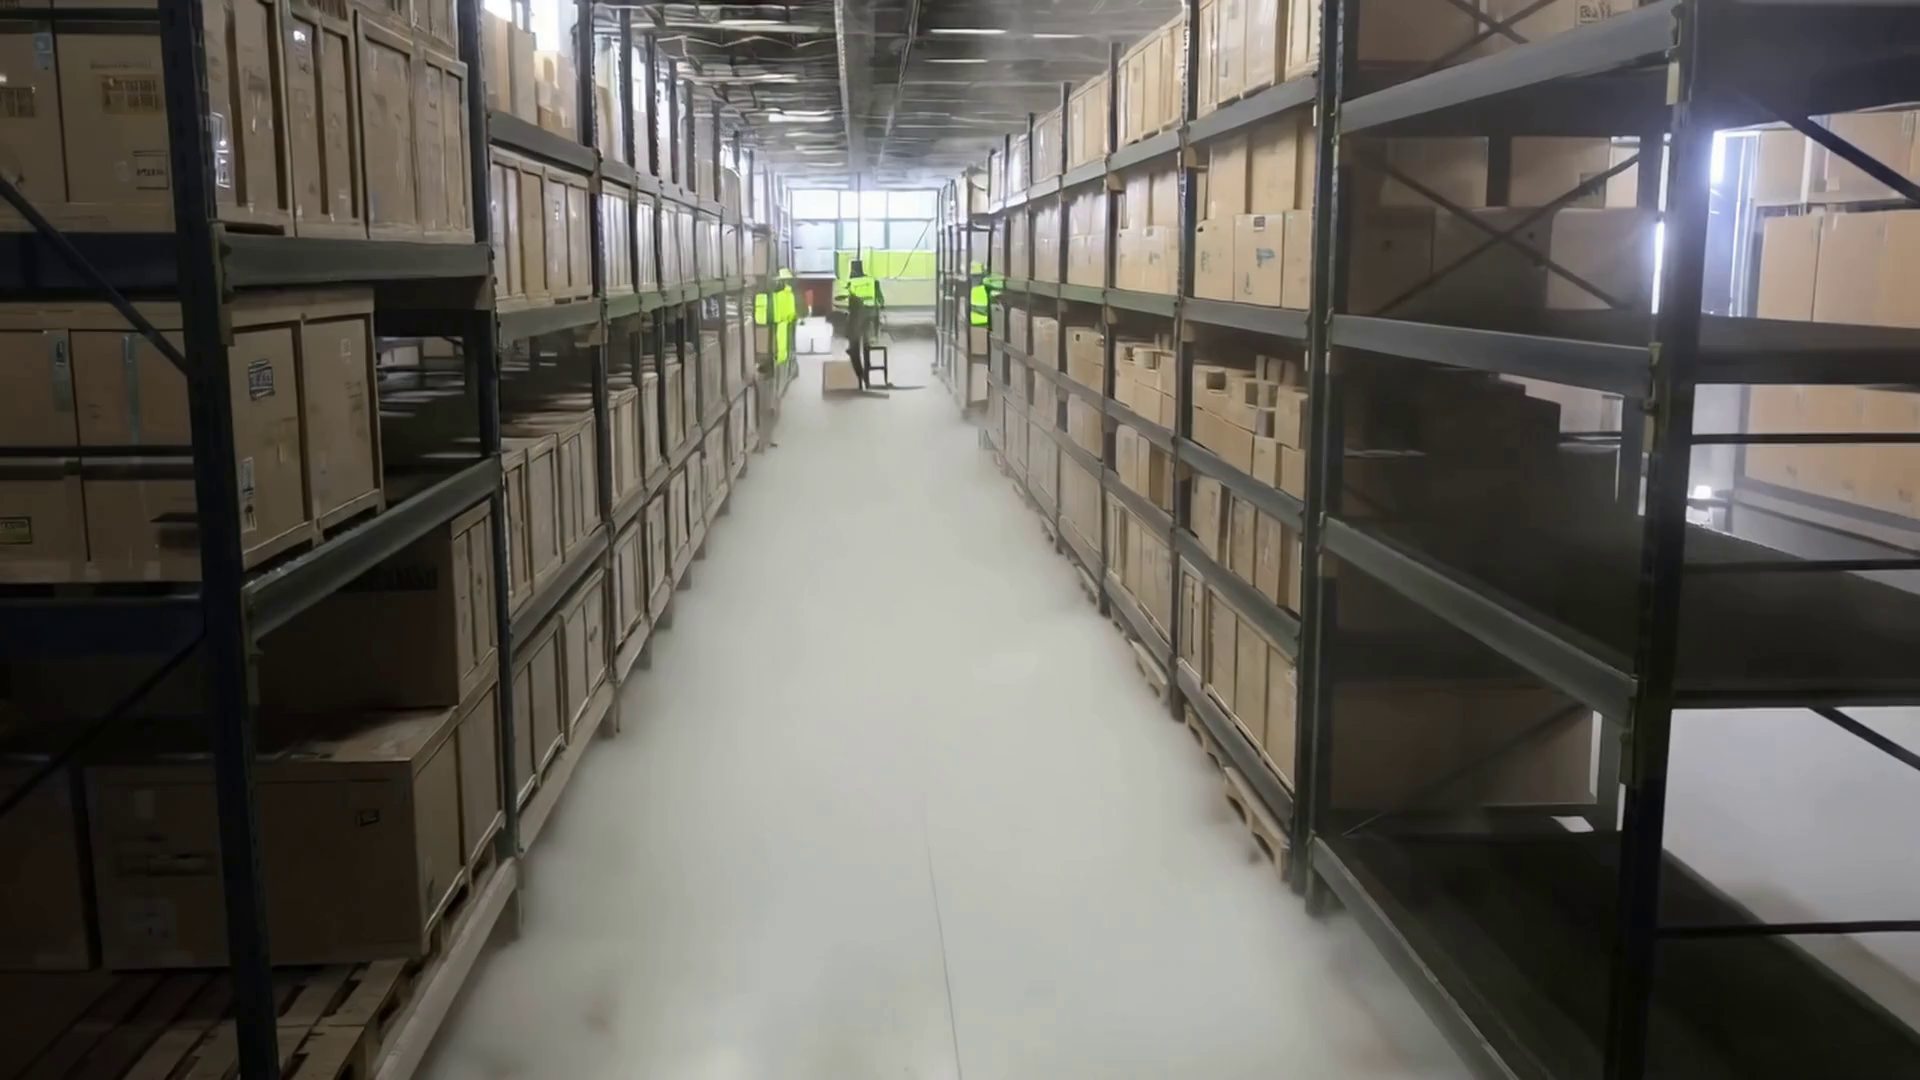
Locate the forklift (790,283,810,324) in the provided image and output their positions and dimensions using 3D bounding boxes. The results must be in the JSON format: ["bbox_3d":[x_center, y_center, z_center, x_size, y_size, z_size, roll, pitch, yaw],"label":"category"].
[{"bbox_3d":[-7.679,-10.901,79.582,1.129,2.768,1.873,-6,11,-30],"label":"forklift"}]

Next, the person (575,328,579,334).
[{"bbox_3d":[-10.670,-4.891,46.179,0.605,2.044,0.374,-5,11,-29],"label":"person"}]

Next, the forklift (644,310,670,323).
[{"bbox_3d":[-10.405,-7.166,57.273,1.129,2.768,1.873,-1,10,-3],"label":"forklift"}]

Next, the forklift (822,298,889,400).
[{"bbox_3d":[-2.925,-5.338,46.355,1.873,2.768,1.129,-1,10,-3],"label":"forklift"}]

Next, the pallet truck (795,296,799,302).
[{"bbox_3d":[-8.622,-12.439,91.403,1.885,1.965,0.823,2,10,13],"label":"pallet truck"}]

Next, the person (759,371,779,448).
[{"bbox_3d":[-3.940,-2.688,34.278,0.402,1.614,0.563,6,11,34],"label":"person"}]
